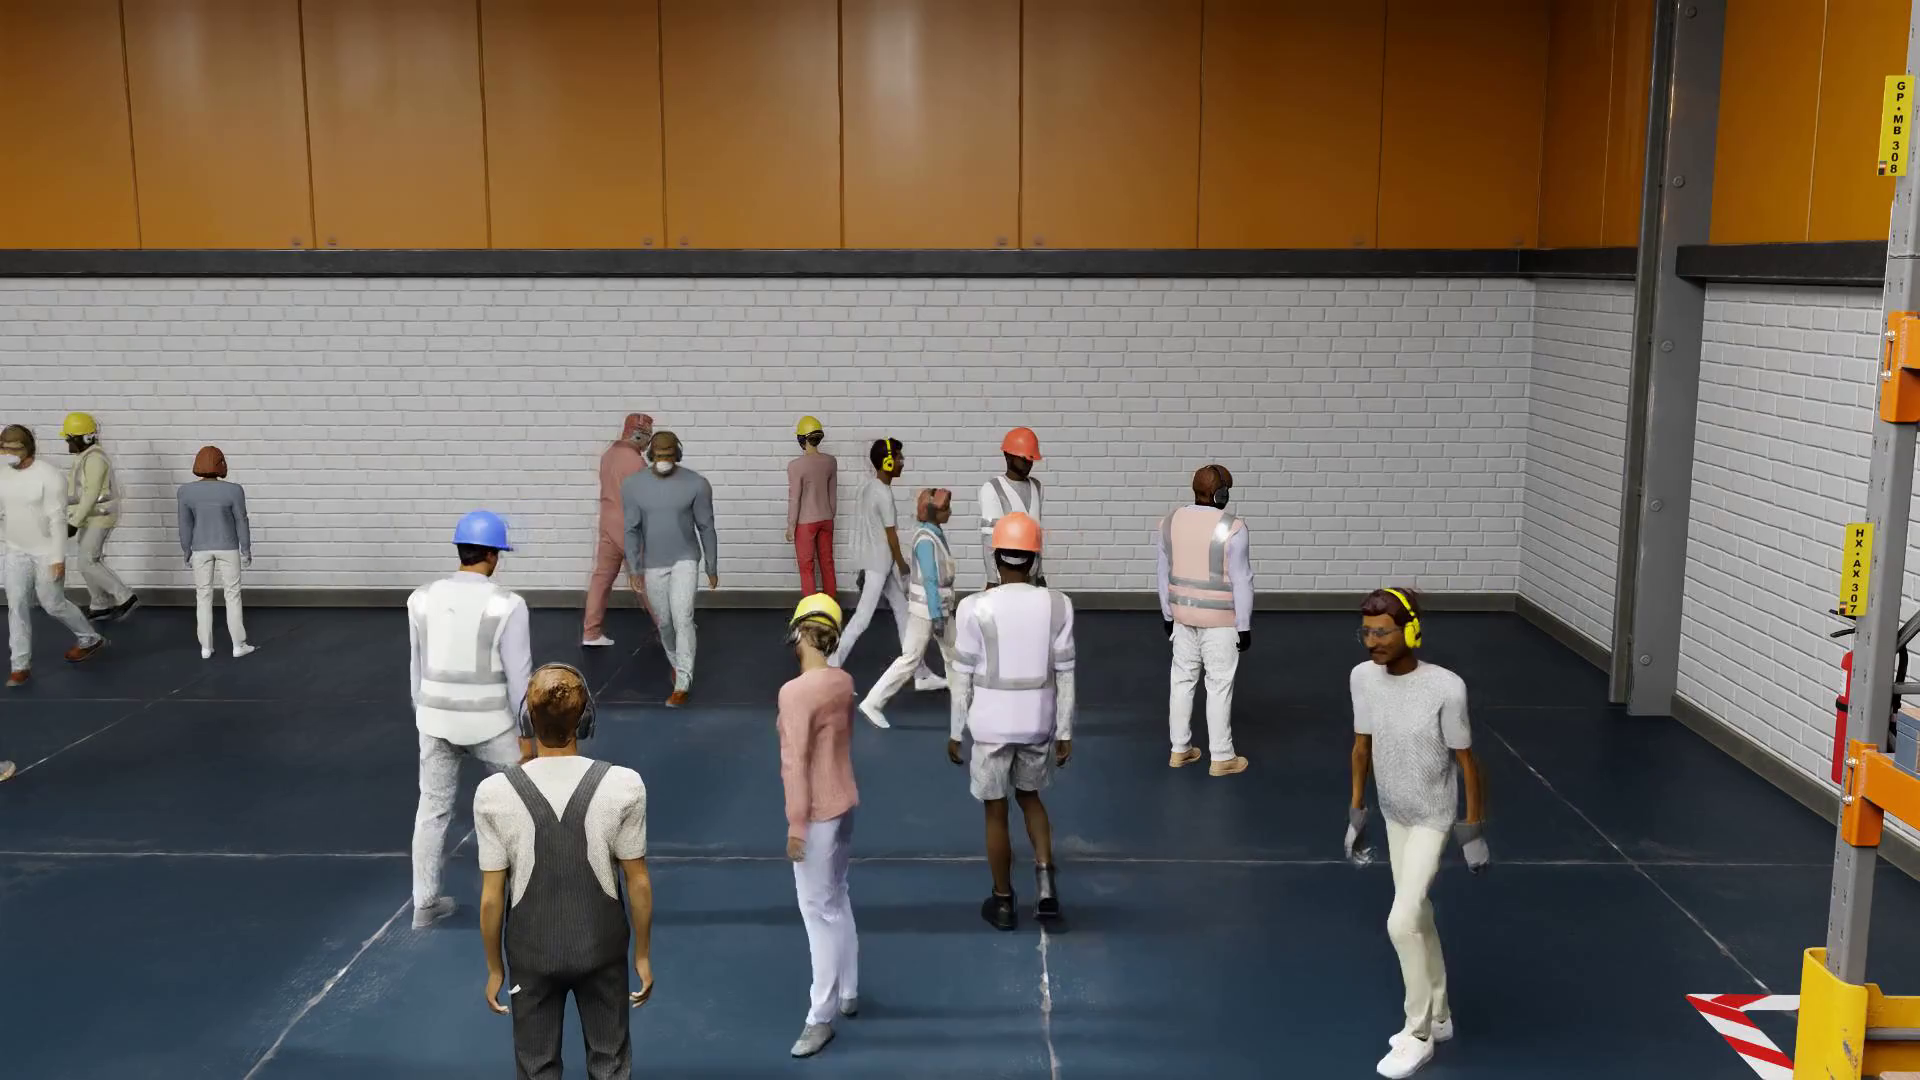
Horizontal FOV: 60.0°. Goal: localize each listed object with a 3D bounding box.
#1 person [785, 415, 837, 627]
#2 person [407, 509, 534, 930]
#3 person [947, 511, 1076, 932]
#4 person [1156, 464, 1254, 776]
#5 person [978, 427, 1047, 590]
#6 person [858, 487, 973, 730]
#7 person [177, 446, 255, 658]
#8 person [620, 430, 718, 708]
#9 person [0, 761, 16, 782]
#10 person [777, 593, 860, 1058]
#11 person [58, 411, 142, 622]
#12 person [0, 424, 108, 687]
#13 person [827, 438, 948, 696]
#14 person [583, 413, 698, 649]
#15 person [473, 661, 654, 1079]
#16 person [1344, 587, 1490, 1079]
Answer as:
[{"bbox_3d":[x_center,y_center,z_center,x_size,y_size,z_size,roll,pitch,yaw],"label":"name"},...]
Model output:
[{"bbox_3d":[-1.232,-0.146,13.769,0.311,1.769,0.525,8,13,41],"label":"person"},{"bbox_3d":[-2.164,0.819,7.584,0.732,1.911,0.511,2,10,13],"label":"person"},{"bbox_3d":[0.235,0.832,7.466,0.551,1.917,0.478,-3,10,-18],"label":"person"},{"bbox_3d":[1.471,0.468,9.866,0.633,1.841,0.429,9,13,42],"label":"person"},{"bbox_3d":[0.383,0.202,11.184,0.543,1.933,0.363,-9,13,-44],"label":"person"},{"bbox_3d":[-0.232,0.449,10.696,0.850,1.602,0.513,2,10,14],"label":"person"},{"bbox_3d":[-5.691,0.093,12.731,0.507,1.633,0.276,-1,10,-9],"label":"person"},{"bbox_3d":[-2.000,0.157,11.573,0.638,1.901,0.853,1,9,3],"label":"person"},{"bbox_3d":[-5.761,0.555,9.112,0.635,1.929,1.081,4,10,23],"label":"person"},{"bbox_3d":[-0.589,1.093,6.494,0.336,1.718,0.682,3,10,20],"label":"person"},{"bbox_3d":[-7.191,-0.180,13.847,0.508,1.803,0.607,-6,11,-34],"label":"person"},{"bbox_3d":[-6.663,0.072,12.105,0.640,1.896,0.808,1,10,7],"label":"person"},{"bbox_3d":[-0.556,0.202,11.571,1.003,1.821,0.507,-1,10,-7],"label":"person"},{"bbox_3d":[-2.554,-0.068,13.058,0.970,1.845,0.728,-7,12,-36],"label":"person"},{"bbox_3d":[-1.183,1.272,5.037,0.506,1.846,0.342,-2,10,-13],"label":"person"},{"bbox_3d":[1.672,1.077,6.251,0.638,1.826,0.516,-6,11,-30],"label":"person"}]
